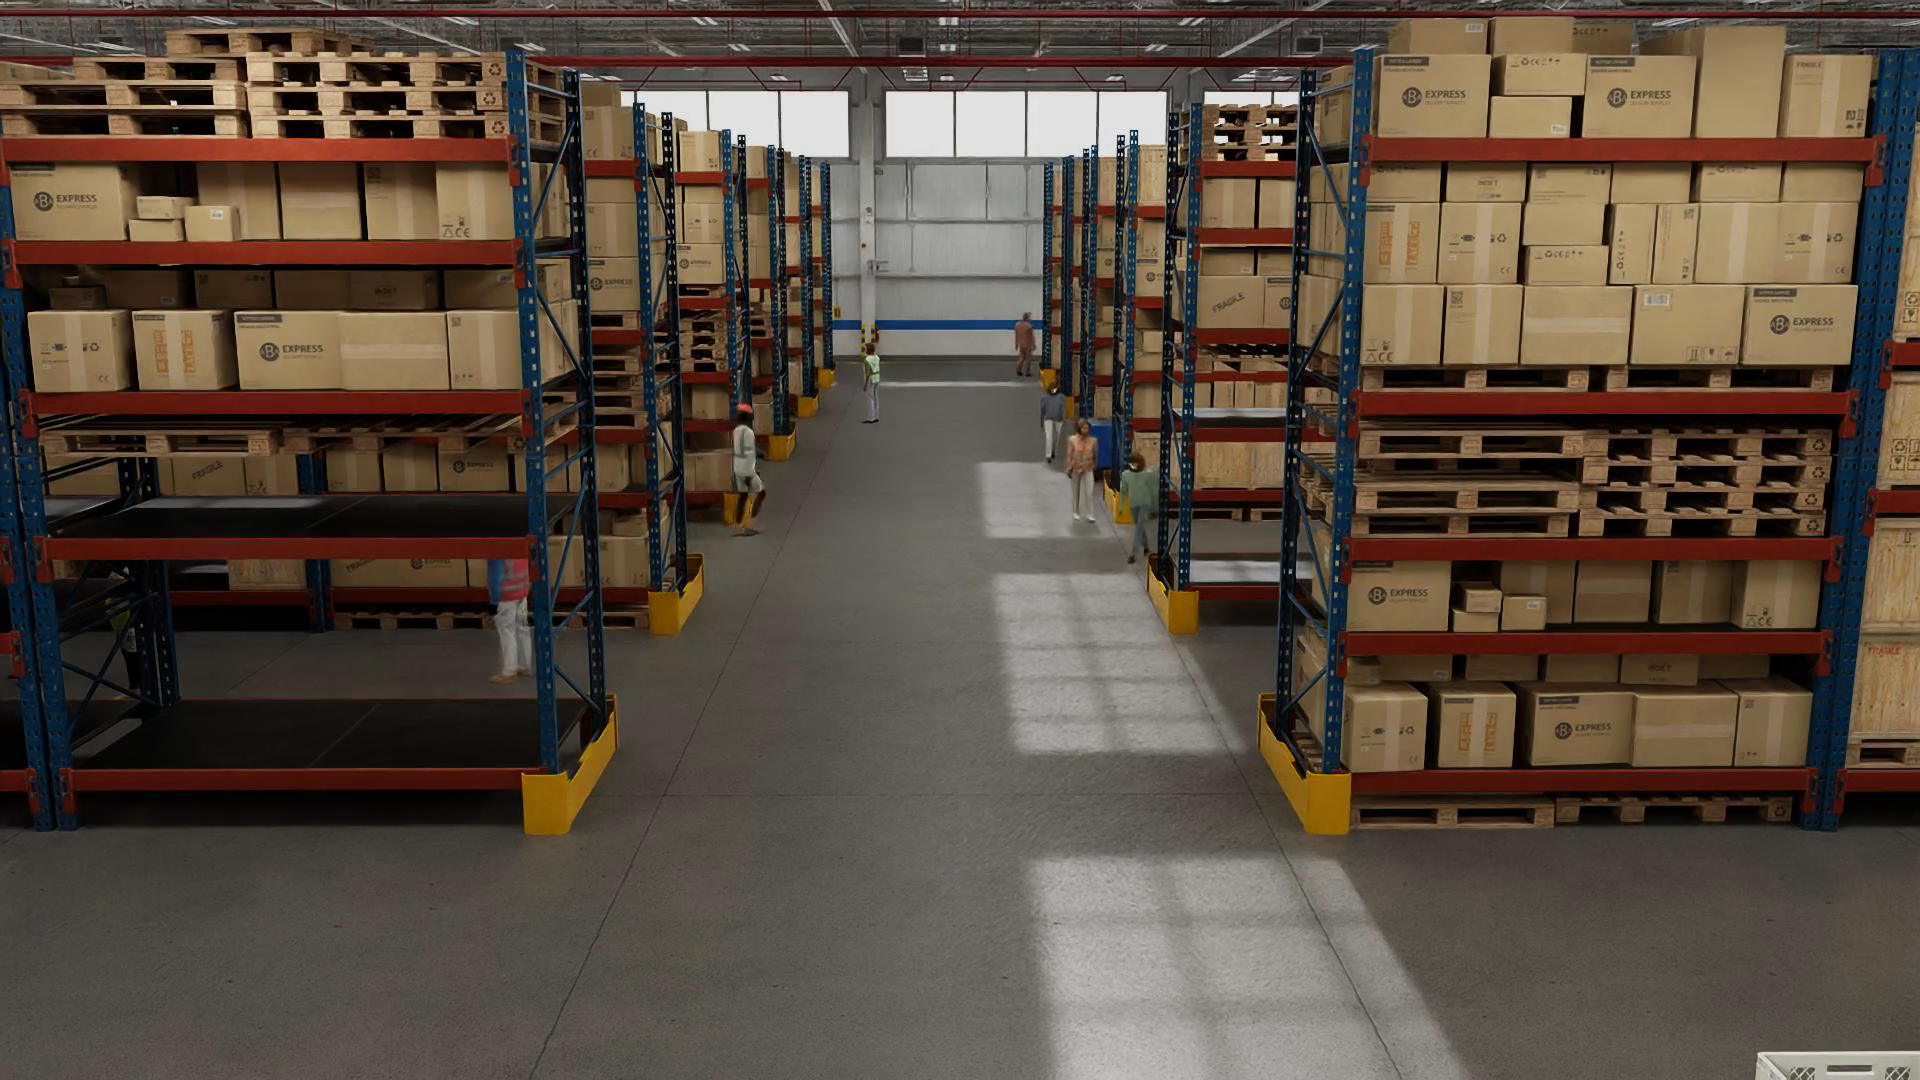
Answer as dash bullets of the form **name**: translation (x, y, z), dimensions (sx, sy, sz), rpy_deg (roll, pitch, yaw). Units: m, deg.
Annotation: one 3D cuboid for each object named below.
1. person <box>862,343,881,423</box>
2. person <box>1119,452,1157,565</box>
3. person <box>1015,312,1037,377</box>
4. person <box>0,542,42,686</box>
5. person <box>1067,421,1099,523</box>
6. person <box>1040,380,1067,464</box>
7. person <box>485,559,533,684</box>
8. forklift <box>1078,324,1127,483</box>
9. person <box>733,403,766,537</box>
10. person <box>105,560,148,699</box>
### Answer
- **person**: translation (-2.022, -3.589, 38.063), dimensions (0.386, 1.845, 0.568), rpy_deg (5, 12, 22)
- **person**: translation (2.523, -0.486, 23.395), dimensions (0.505, 1.562, 0.913), rpy_deg (6, 13, 26)
- **person**: translation (1.934, -5.689, 48.400), dimensions (0.697, 1.883, 0.479), rpy_deg (11, 15, 42)
- **person**: translation (-9.802, 0.565, 17.337), dimensions (0.407, 1.904, 0.639), rpy_deg (-9, 15, -38)
- **person**: translation (1.934, -1.067, 26.181), dimensions (0.521, 1.600, 0.785), rpy_deg (-1, 11, -5)
- **person**: translation (1.808, -2.327, 32.411), dimensions (0.498, 1.601, 0.815), rpy_deg (-1, 11, -7)
- **person**: translation (-4.730, 0.583, 17.404), dimensions (0.429, 1.839, 0.634), rpy_deg (4, 12, 20)
- **forklift**: translation (3.100, -2.490, 30.041), dimensions (1.873, 2.768, 1.129), rpy_deg (0, 11, -1)
- **person**: translation (-3.190, -1.049, 25.077), dimensions (0.629, 2.002, 0.620), rpy_deg (-7, 13, -30)
- **person**: translation (-8.284, 0.832, 16.514), dimensions (0.319, 1.699, 0.533), rpy_deg (-11, 16, -42)
